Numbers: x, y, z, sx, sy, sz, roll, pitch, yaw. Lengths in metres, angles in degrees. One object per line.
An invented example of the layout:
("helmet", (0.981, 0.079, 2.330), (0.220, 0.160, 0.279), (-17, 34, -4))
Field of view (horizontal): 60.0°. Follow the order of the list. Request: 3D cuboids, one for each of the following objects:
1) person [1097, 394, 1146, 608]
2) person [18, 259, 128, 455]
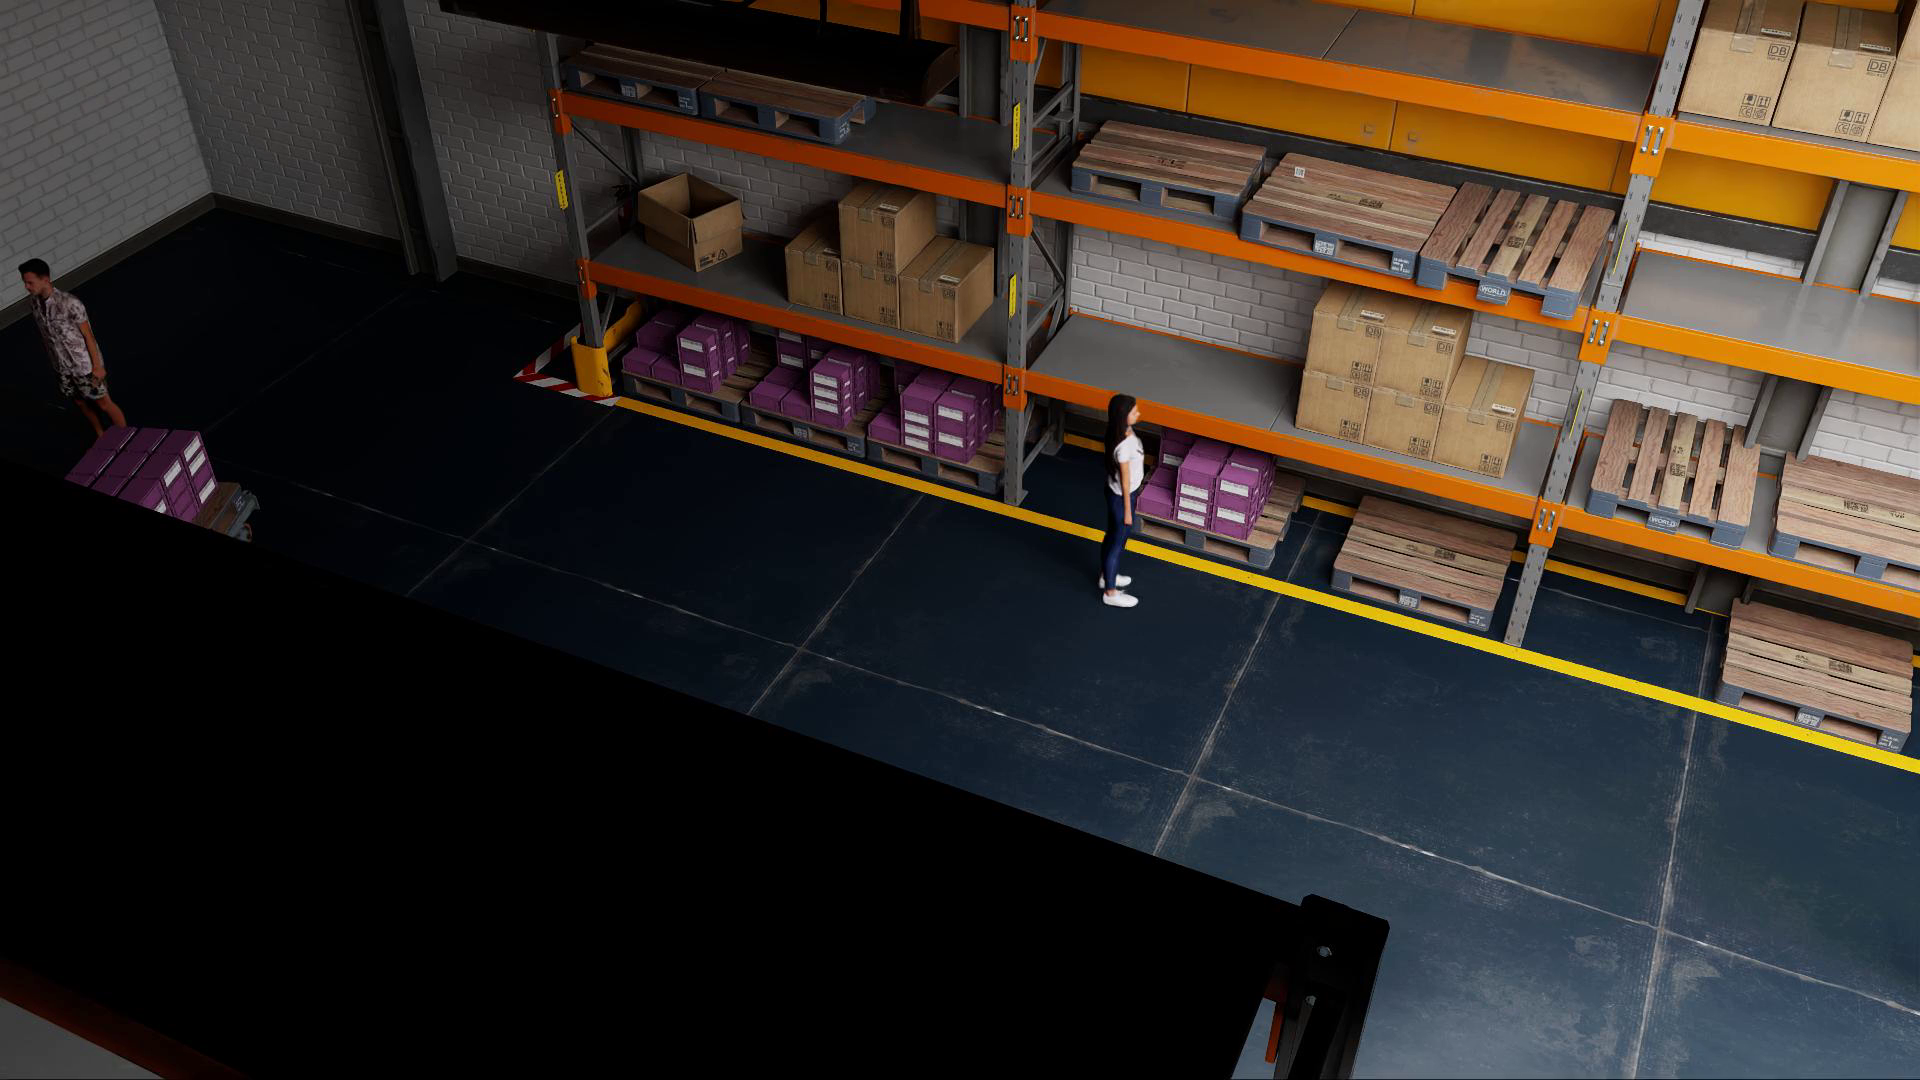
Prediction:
("person", (1.152, -0.296, 12.073), (0.663, 1.775, 0.664), (-1, 39, -1))
("person", (-7.187, -1.492, 13.543), (0.545, 1.809, 0.760), (11, 40, 14))
